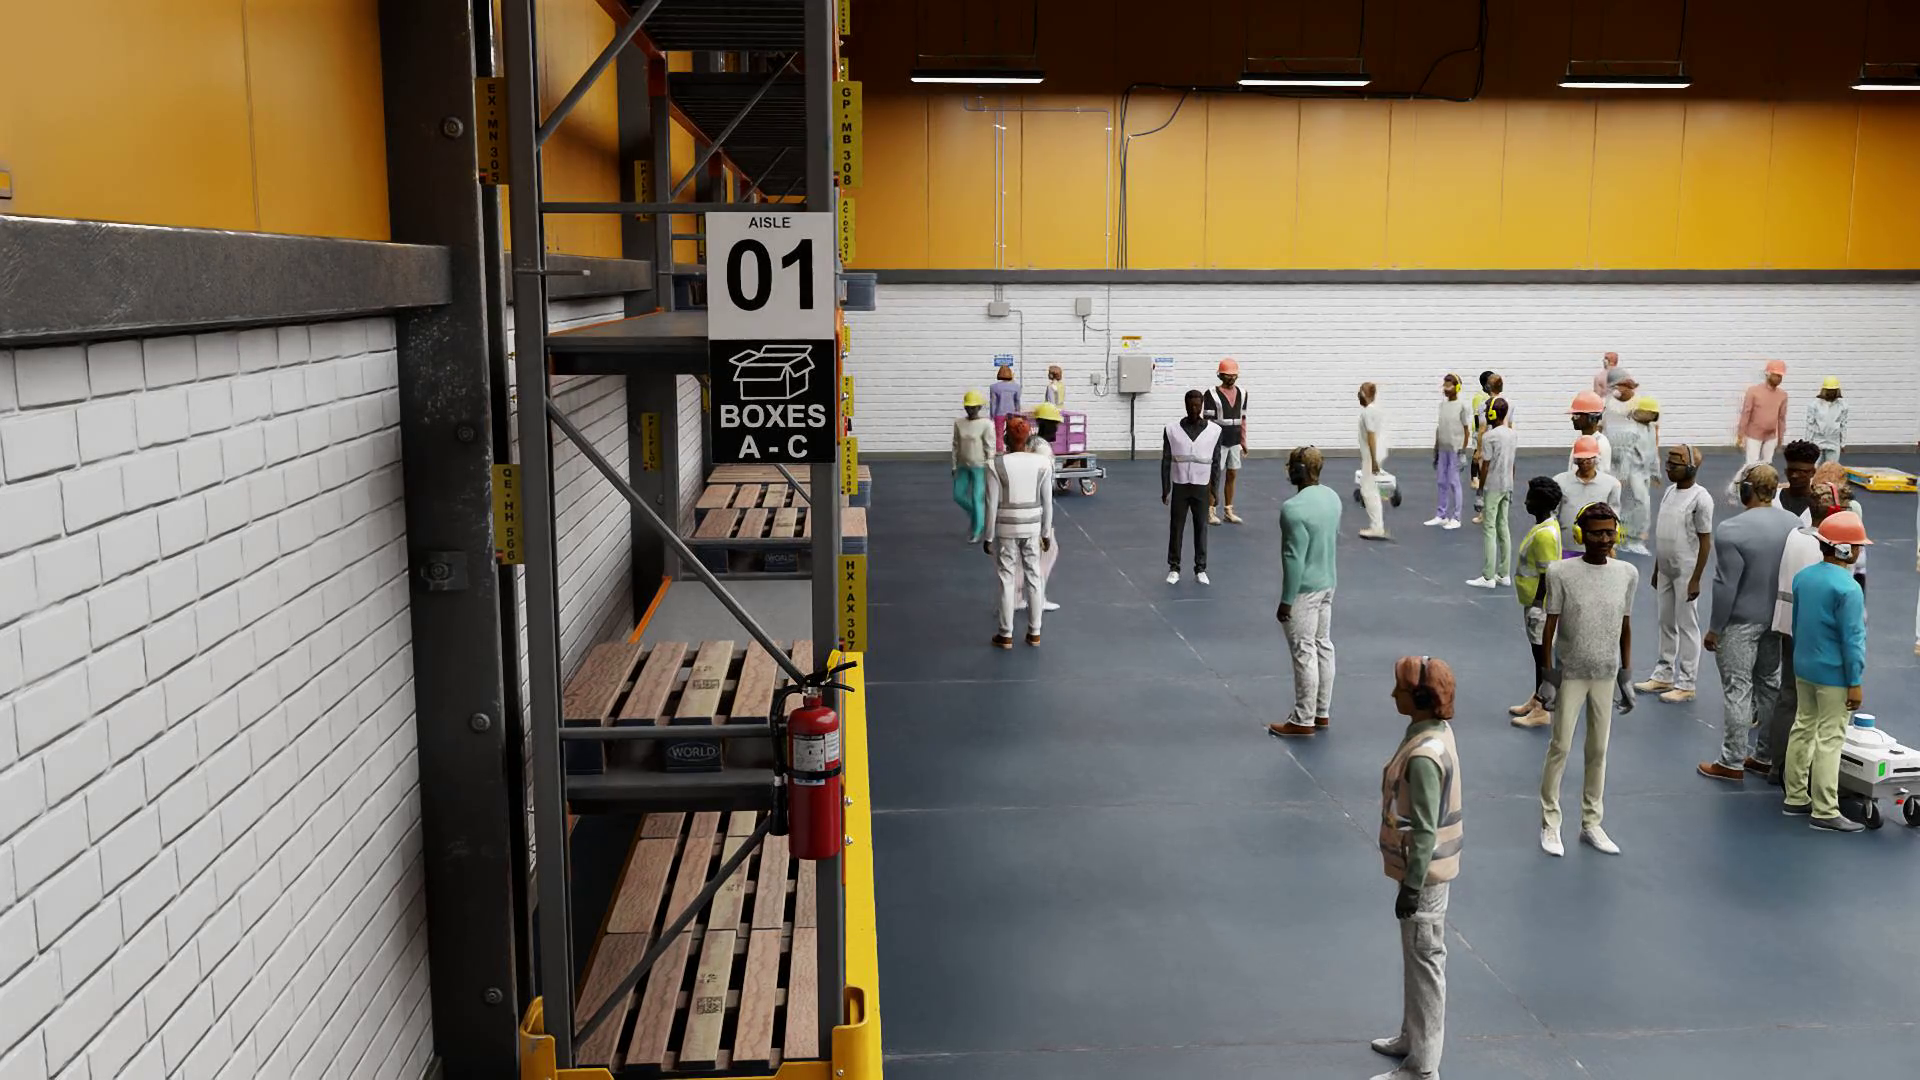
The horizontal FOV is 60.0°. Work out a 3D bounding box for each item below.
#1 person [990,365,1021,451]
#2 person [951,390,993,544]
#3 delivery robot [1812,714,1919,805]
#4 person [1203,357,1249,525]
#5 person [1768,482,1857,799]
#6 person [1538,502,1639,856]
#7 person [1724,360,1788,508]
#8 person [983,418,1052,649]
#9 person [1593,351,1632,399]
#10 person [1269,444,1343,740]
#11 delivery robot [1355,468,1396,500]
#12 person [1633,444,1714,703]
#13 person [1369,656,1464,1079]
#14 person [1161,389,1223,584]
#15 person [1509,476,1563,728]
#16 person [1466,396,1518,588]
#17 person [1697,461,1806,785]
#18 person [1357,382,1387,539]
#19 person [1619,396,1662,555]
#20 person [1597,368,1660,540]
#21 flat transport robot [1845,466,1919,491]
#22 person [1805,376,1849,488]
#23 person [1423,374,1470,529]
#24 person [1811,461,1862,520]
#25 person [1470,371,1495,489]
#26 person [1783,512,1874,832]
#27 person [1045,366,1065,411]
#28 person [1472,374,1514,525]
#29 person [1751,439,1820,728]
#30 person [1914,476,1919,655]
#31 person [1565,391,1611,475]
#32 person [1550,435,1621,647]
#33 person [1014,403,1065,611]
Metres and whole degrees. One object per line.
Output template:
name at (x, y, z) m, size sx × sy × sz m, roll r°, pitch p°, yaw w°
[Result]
person at (0.705, -1.924, 26.076) m, size 0.500 × 1.633 × 0.282 m, roll -2°, pitch 9°, yaw -12°
person at (0.148, -0.830, 18.829) m, size 0.540 × 1.750 × 0.416 m, roll 6°, pitch 11°, yaw 32°
delivery robot at (5.084, 1.226, 9.378) m, size 0.477 × 0.478 × 0.707 m, roll -2°, pitch 9°, yaw -11°
person at (3.247, -1.196, 20.218) m, size 0.615 × 2.041 × 0.384 m, roll -4°, pitch 10°, yaw -23°
person at (4.963, 0.578, 9.693) m, size 0.377 × 1.844 × 0.570 m, roll -2°, pitch 9°, yaw -11°
person at (3.285, 0.724, 8.707) m, size 0.508 × 1.872 × 0.328 m, roll -1°, pitch 9°, yaw -4°
person at (10.257, -1.329, 21.312) m, size 0.664 × 1.969 × 0.608 m, roll -2°, pitch 9°, yaw -15°
person at (0.469, -0.054, 13.551) m, size 0.584 × 1.882 × 0.349 m, roll -3°, pitch 9°, yaw -17°
person at (9.778, -1.889, 25.051) m, size 0.657 × 1.896 × 0.398 m, roll -1°, pitch 9°, yaw -8°
person at (2.266, 0.339, 10.909) m, size 0.377 × 1.940 × 0.628 m, roll 7°, pitch 12°, yaw 38°
delivery robot at (5.489, -0.783, 21.980) m, size 0.477 × 0.478 × 0.707 m, roll -1°, pitch 9°, yaw -5°
person at (5.112, 0.236, 11.847) m, size 0.345 × 1.847 × 0.504 m, roll -2°, pitch 9°, yaw -12°
person at (1.715, 1.235, 6.218) m, size 0.309 × 1.641 × 0.515 m, roll 3°, pitch 9°, yaw 16°
person at (2.277, -0.525, 16.390) m, size 0.593 × 1.922 × 0.391 m, roll 1°, pitch 9°, yaw 5°
person at (3.894, 0.414, 11.191) m, size 0.319 × 1.697 × 0.532 m, roll 3°, pitch 10°, yaw 18°
person at (5.204, -0.462, 16.187) m, size 0.511 × 1.862 × 0.327 m, roll -7°, pitch 11°, yaw -36°
person at (4.718, 0.494, 9.934) m, size 0.630 × 1.940 × 0.373 m, roll -3°, pitch 10°, yaw -20°
person at (4.758, -0.921, 19.239) m, size 0.453 × 1.804 × 0.600 m, roll 4°, pitch 10°, yaw 25°
person at (7.431, -0.693, 18.025) m, size 0.502 × 1.722 × 0.588 m, roll -7°, pitch 11°, yaw -37°
person at (7.603, -1.005, 19.030) m, size 0.700 × 2.000 × 0.543 m, roll 6°, pitch 11°, yaw 35°
flat transport robot at (13.169, -0.887, 23.828) m, size 0.652 × 0.197 × 1.431 m, roll 2°, pitch 9°, yaw 10°
person at (11.144, -1.236, 21.406) m, size 0.493 × 1.742 × 0.322 m, roll 2°, pitch 9°, yaw 12°
person at (5.870, -1.057, 19.944) m, size 0.311 × 1.861 × 0.611 m, roll -5°, pitch 10°, yaw -28°
person at (6.564, 0.213, 12.655) m, size 0.500 × 1.633 × 0.280 m, roll 7°, pitch 11°, yaw 36°
person at (7.437, -1.559, 23.611) m, size 0.319 × 1.690 × 0.530 m, roll 8°, pitch 12°, yaw 40°
person at (4.785, 0.712, 9.141) m, size 0.325 × 1.752 × 0.563 m, roll -1°, pitch 9°, yaw -4°
person at (1.472, -1.884, 25.793) m, size 0.306 × 1.641 × 0.523 m, roll 5°, pitch 10°, yaw 27°
person at (6.474, -1.096, 20.209) m, size 0.513 × 1.844 × 0.328 m, roll -3°, pitch 10°, yaw -20°
person at (5.503, 0.308, 11.015) m, size 0.604 × 1.966 × 0.367 m, roll 8°, pitch 12°, yaw 40°
person at (7.845, 0.044, 13.098) m, size 0.430 × 1.836 × 0.626 m, roll -5°, pitch 10°, yaw -27°
person at (5.358, -0.256, 14.319) m, size 0.374 × 2.043 × 0.613 m, roll 0°, pitch 9°, yaw 2°
person at (5.049, 0.018, 13.502) m, size 0.566 × 1.750 × 0.341 m, roll 4°, pitch 10°, yaw 22°
person at (0.672, -0.285, 14.983) m, size 0.602 × 1.892 × 0.601 m, roll -3°, pitch 9°, yaw -17°
